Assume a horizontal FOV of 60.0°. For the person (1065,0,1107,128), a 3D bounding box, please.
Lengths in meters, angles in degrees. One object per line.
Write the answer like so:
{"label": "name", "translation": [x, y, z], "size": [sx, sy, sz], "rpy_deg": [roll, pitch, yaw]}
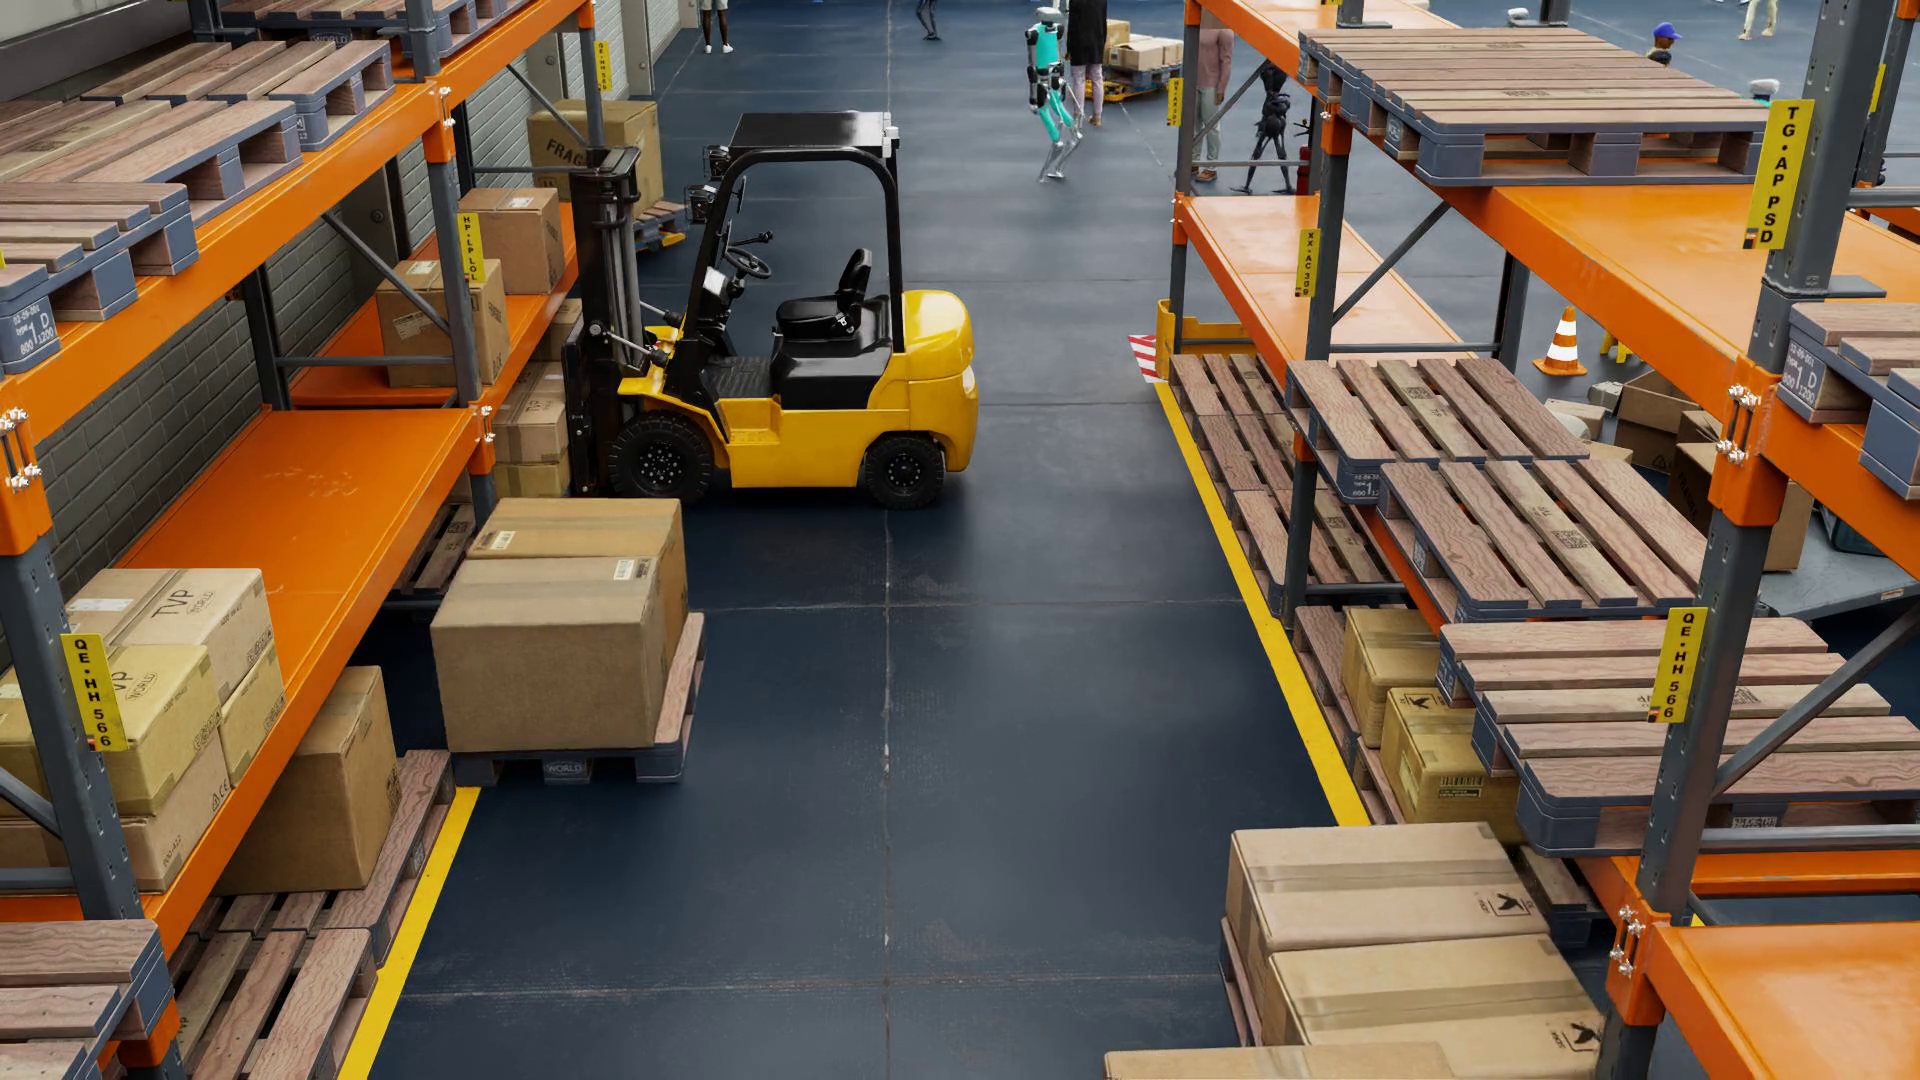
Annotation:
{"label": "person", "translation": [1.516, -5.884, 19.906], "size": [0.530, 1.855, 0.412], "rpy_deg": [-10, 27, -21]}

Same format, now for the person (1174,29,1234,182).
{"label": "person", "translation": [2.553, -4.751, 17.412], "size": [0.364, 1.939, 0.634], "rpy_deg": [-18, 31, -33]}

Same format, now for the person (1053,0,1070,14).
{"label": "person", "translation": [1.762, -10.007, 28.756], "size": [0.562, 1.751, 0.327], "rpy_deg": [-9, 27, -18]}

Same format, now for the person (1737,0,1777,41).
{"label": "person", "translation": [12.757, -8.856, 26.216], "size": [1.013, 1.841, 0.525], "rpy_deg": [-20, 32, -37]}

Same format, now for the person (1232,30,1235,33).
{"label": "person", "translation": [4.619, -9.027, 26.616], "size": [0.566, 1.820, 0.777], "rpy_deg": [21, 33, 38]}

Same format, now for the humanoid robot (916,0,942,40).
{"label": "humanoid robot", "translation": [-0.481, -8.665, 26.000], "size": [0.355, 1.641, 0.604], "rpy_deg": [10, 27, 21]}

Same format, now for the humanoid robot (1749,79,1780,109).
{"label": "humanoid robot", "translation": [6.326, -2.998, 13.975], "size": [1.057, 1.737, 0.590], "rpy_deg": [14, 29, 27]}

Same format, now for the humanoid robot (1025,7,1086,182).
{"label": "humanoid robot", "translation": [1.040, -4.587, 17.293], "size": [0.684, 1.792, 0.537], "rpy_deg": [20, 32, 37]}

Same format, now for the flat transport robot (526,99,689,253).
{"label": "flat transport robot", "translation": [-3.212, -2.680, 14.978], "size": [0.659, 0.231, 1.431], "rpy_deg": [17, 30, 31]}

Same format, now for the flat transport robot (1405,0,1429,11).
{"label": "flat transport robot", "translation": [6.216, -7.497, 25.179], "size": [1.431, 0.231, 0.659], "rpy_deg": [-16, 30, -30]}

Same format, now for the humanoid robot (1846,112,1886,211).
{"label": "humanoid robot", "translation": [7.513, -2.966, 13.918], "size": [0.315, 1.658, 0.599], "rpy_deg": [-1, 25, -1]}

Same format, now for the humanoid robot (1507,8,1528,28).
{"label": "humanoid robot", "translation": [5.508, -4.718, 17.642], "size": [1.032, 1.783, 0.530], "rpy_deg": [2, 25, 4]}

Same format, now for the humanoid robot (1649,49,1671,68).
{"label": "humanoid robot", "translation": [6.476, -3.832, 15.813], "size": [0.734, 1.628, 0.601], "rpy_deg": [-15, 29, -28]}

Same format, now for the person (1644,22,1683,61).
{"label": "person", "translation": [6.979, -4.346, 16.814], "size": [0.374, 1.713, 0.449], "rpy_deg": [7, 26, 15]}

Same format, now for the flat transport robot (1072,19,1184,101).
{"label": "flat transport robot", "translation": [2.232, -6.061, 22.140], "size": [0.659, 0.231, 1.431], "rpy_deg": [22, 33, 39]}

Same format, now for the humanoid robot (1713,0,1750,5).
{"label": "humanoid robot", "translation": [13.678, -10.299, 29.385], "size": [0.546, 1.724, 1.014], "rpy_deg": [-13, 28, -25]}

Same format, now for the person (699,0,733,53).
{"label": "person", "translation": [-3.716, -8.286, 24.945], "size": [0.555, 1.895, 0.355], "rpy_deg": [-1, 25, -2]}

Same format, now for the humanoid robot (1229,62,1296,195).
{"label": "humanoid robot", "translation": [3.152, -4.327, 16.845], "size": [0.632, 1.633, 0.588], "rpy_deg": [8, 26, 17]}

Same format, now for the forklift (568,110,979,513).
{"label": "forklift", "translation": [-1.043, -1.379, 9.976], "size": [2.313, 2.155, 1.214], "rpy_deg": [-1, 25, -2]}
